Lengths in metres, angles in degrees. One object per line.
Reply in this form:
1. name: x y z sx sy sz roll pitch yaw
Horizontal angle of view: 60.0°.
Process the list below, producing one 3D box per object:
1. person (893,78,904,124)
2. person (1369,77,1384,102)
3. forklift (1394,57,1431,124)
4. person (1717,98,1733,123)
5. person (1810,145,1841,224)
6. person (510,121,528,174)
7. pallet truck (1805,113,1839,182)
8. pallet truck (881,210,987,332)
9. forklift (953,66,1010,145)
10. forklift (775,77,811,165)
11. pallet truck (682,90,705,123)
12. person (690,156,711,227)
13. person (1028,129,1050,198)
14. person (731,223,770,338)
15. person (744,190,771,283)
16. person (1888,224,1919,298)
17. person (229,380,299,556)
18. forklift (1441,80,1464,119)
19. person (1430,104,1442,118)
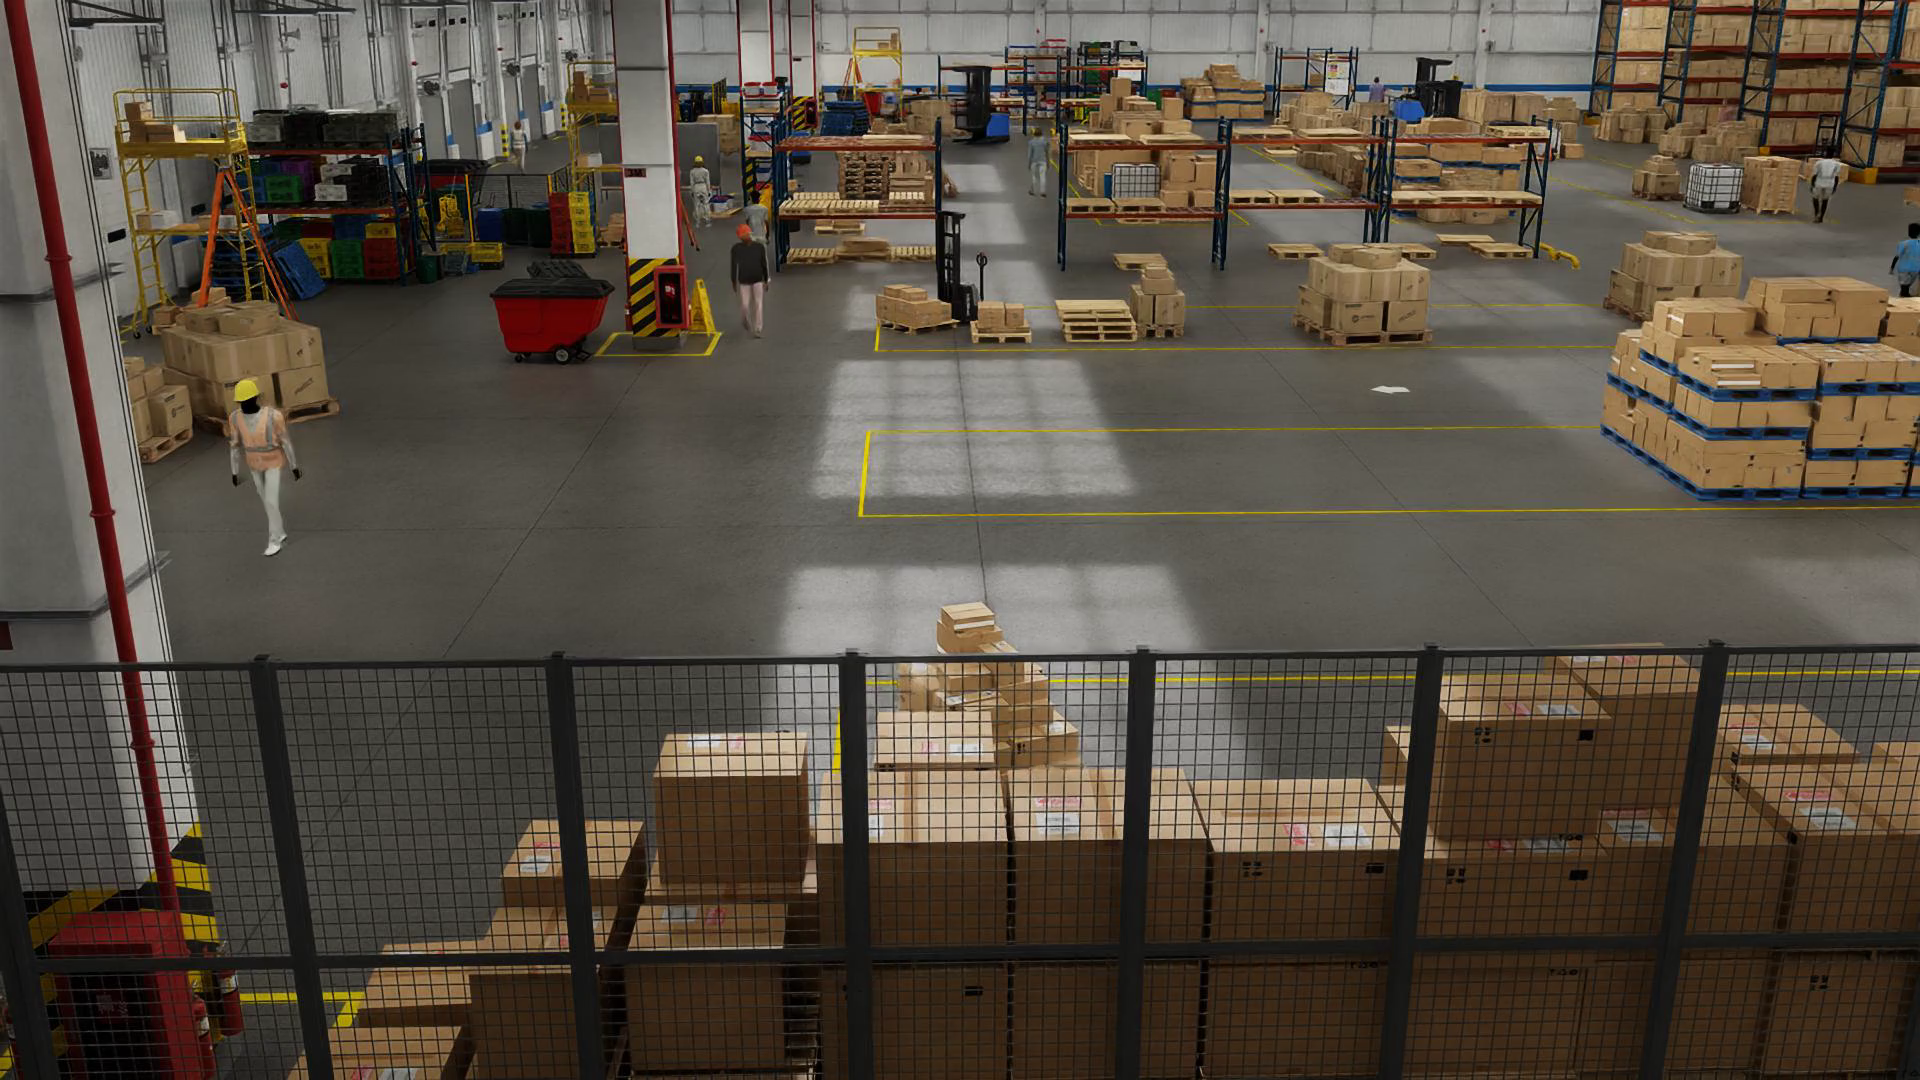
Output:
1. person: -2.608 -18.601 70.548 0.624 1.915 0.565 -8 20 -23
2. person: 17.783 -18.819 71.157 0.627 1.936 0.372 0 19 -1
3. forklift: 19.057 -18.498 68.748 1.873 2.768 1.129 -1 19 -1
4. person: 27.348 -14.830 59.430 0.891 1.877 0.655 -7 20 -20
5. person: 21.708 -8.917 41.756 0.628 1.945 0.425 6 20 18
6. person: -13.980 -12.453 52.775 0.524 1.611 0.754 -4 19 -10
7. pallet truck: 26.403 -11.957 50.702 0.823 1.965 1.885 6 19 16
8. pallet truck: -0.493 -4.759 29.349 1.885 1.965 0.823 -13 23 -34
9. forklift: 0.839 -16.244 62.059 1.873 2.768 1.129 -10 21 -27
10. forklift: -5.920 -13.893 55.085 1.873 2.768 1.129 -1 19 -1
11. pallet truck: -9.671 -15.907 62.421 0.823 1.965 1.885 5 19 15
12. person: -6.437 -8.647 41.284 0.485 1.738 0.307 0 19 -1
13. person: 2.220 -10.665 47.085 0.650 1.887 0.848 -4 19 -12
14. person: -3.603 -4.464 28.529 0.643 1.962 0.614 -4 19 -12
15. person: -4.098 -6.135 33.638 0.519 1.865 0.328 0 19 -1
16. person: 17.314 -4.967 30.470 0.546 1.647 0.881 -1 19 -2
17. person: -7.439 -0.771 17.680 0.635 1.888 0.828 2 19 5
18. forklift: 15.644 -13.239 53.146 1.873 2.768 1.129 -1 19 -1
19. person: 15.812 -13.450 55.146 0.611 1.988 0.391 0 19 -1
